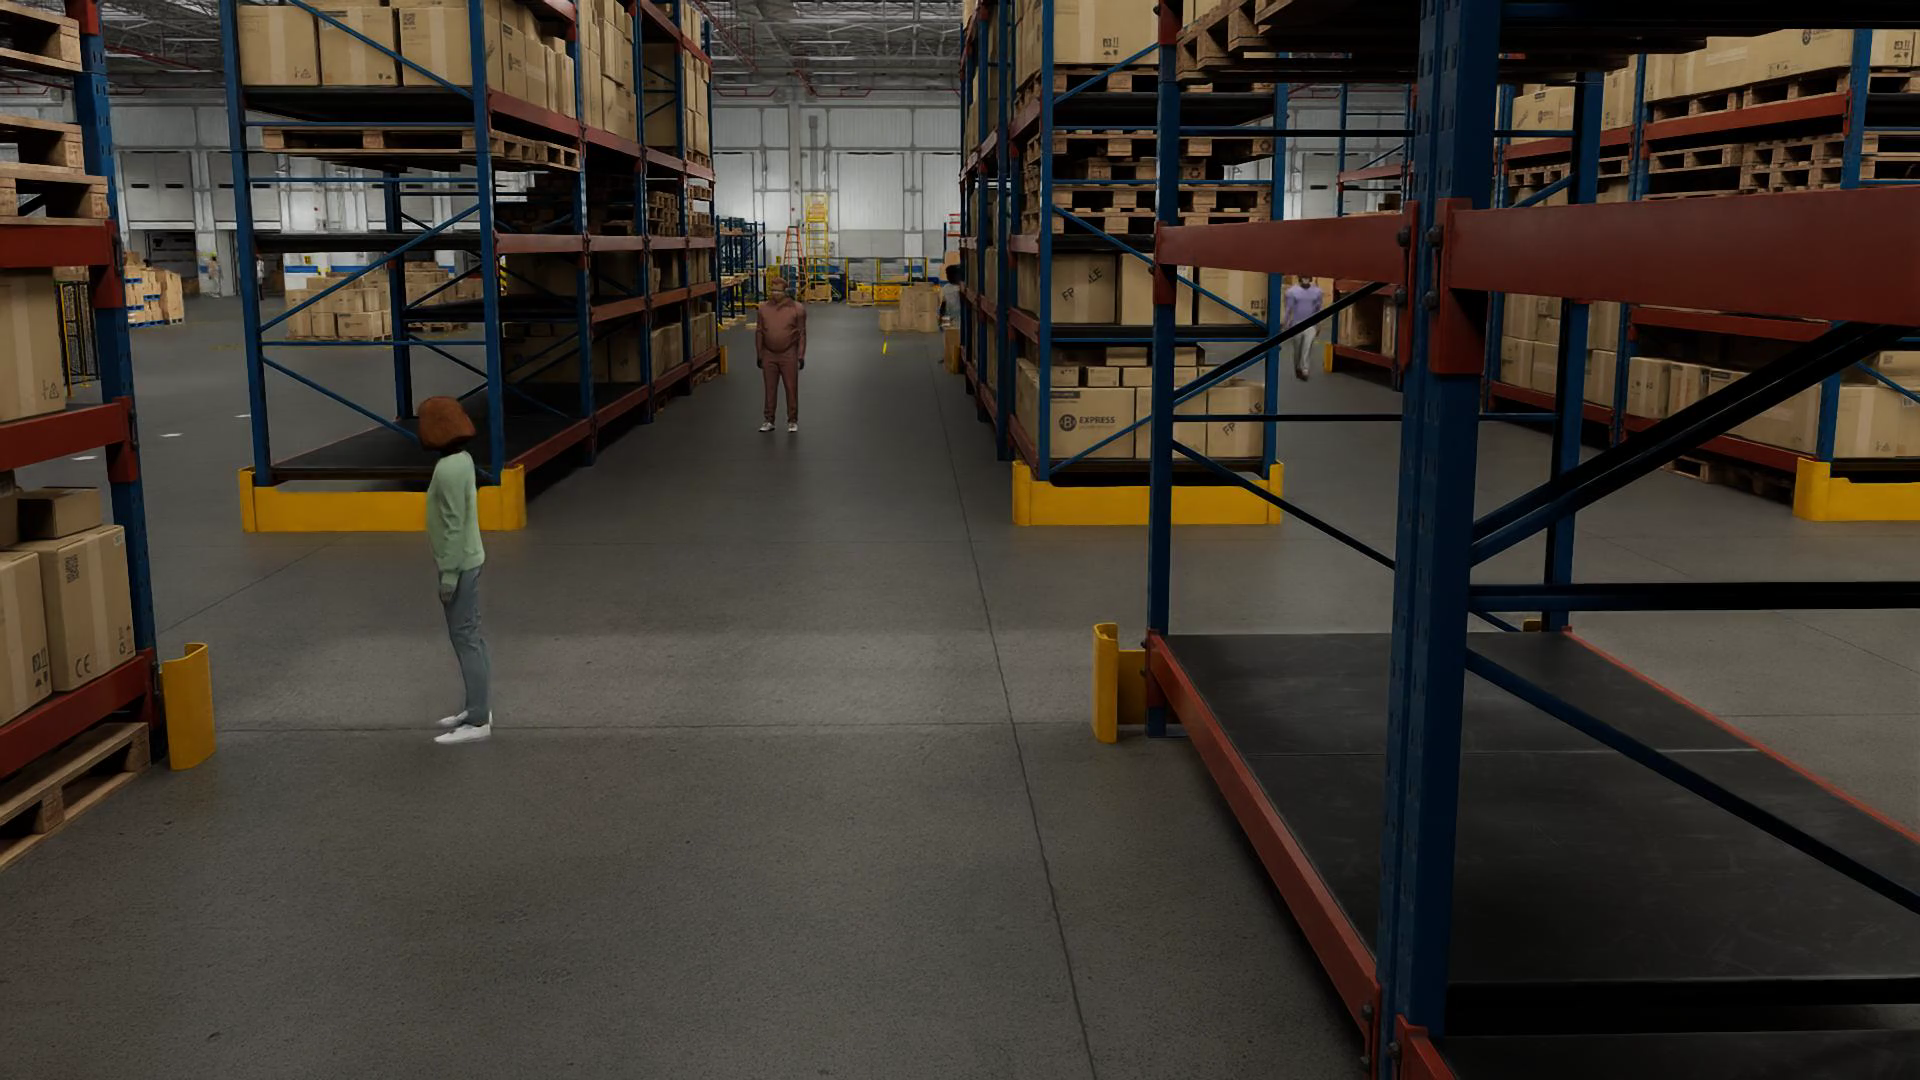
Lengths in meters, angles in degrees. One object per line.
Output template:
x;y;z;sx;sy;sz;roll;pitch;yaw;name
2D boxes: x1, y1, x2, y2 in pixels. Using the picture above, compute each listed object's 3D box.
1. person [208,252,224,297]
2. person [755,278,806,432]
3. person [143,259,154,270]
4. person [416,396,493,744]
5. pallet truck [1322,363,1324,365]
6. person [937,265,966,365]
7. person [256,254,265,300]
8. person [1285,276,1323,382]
-31.278;-11.133;69.864;0.466;1.896;0.625;2;10;10;person
-2.222;-2.277;20.540;0.638;1.903;0.408;2;10;9;person
-31.310;-9.990;64.088;0.540;1.679;0.402;-3;11;-18;person
-2.372;0.140;7.817;0.268;1.631;0.507;-2;10;-10;person
7.712;-4.157;30.737;1.885;1.965;0.823;3;11;16;pallet truck
-0.077;-4.306;31.857;1.043;1.903;0.665;-9;14;-42;person
-28.189;-10.589;66.746;0.547;1.934;0.376;-8;13;-38;person
5.818;-3.652;28.214;0.631;1.911;0.892;1;10;7;person
